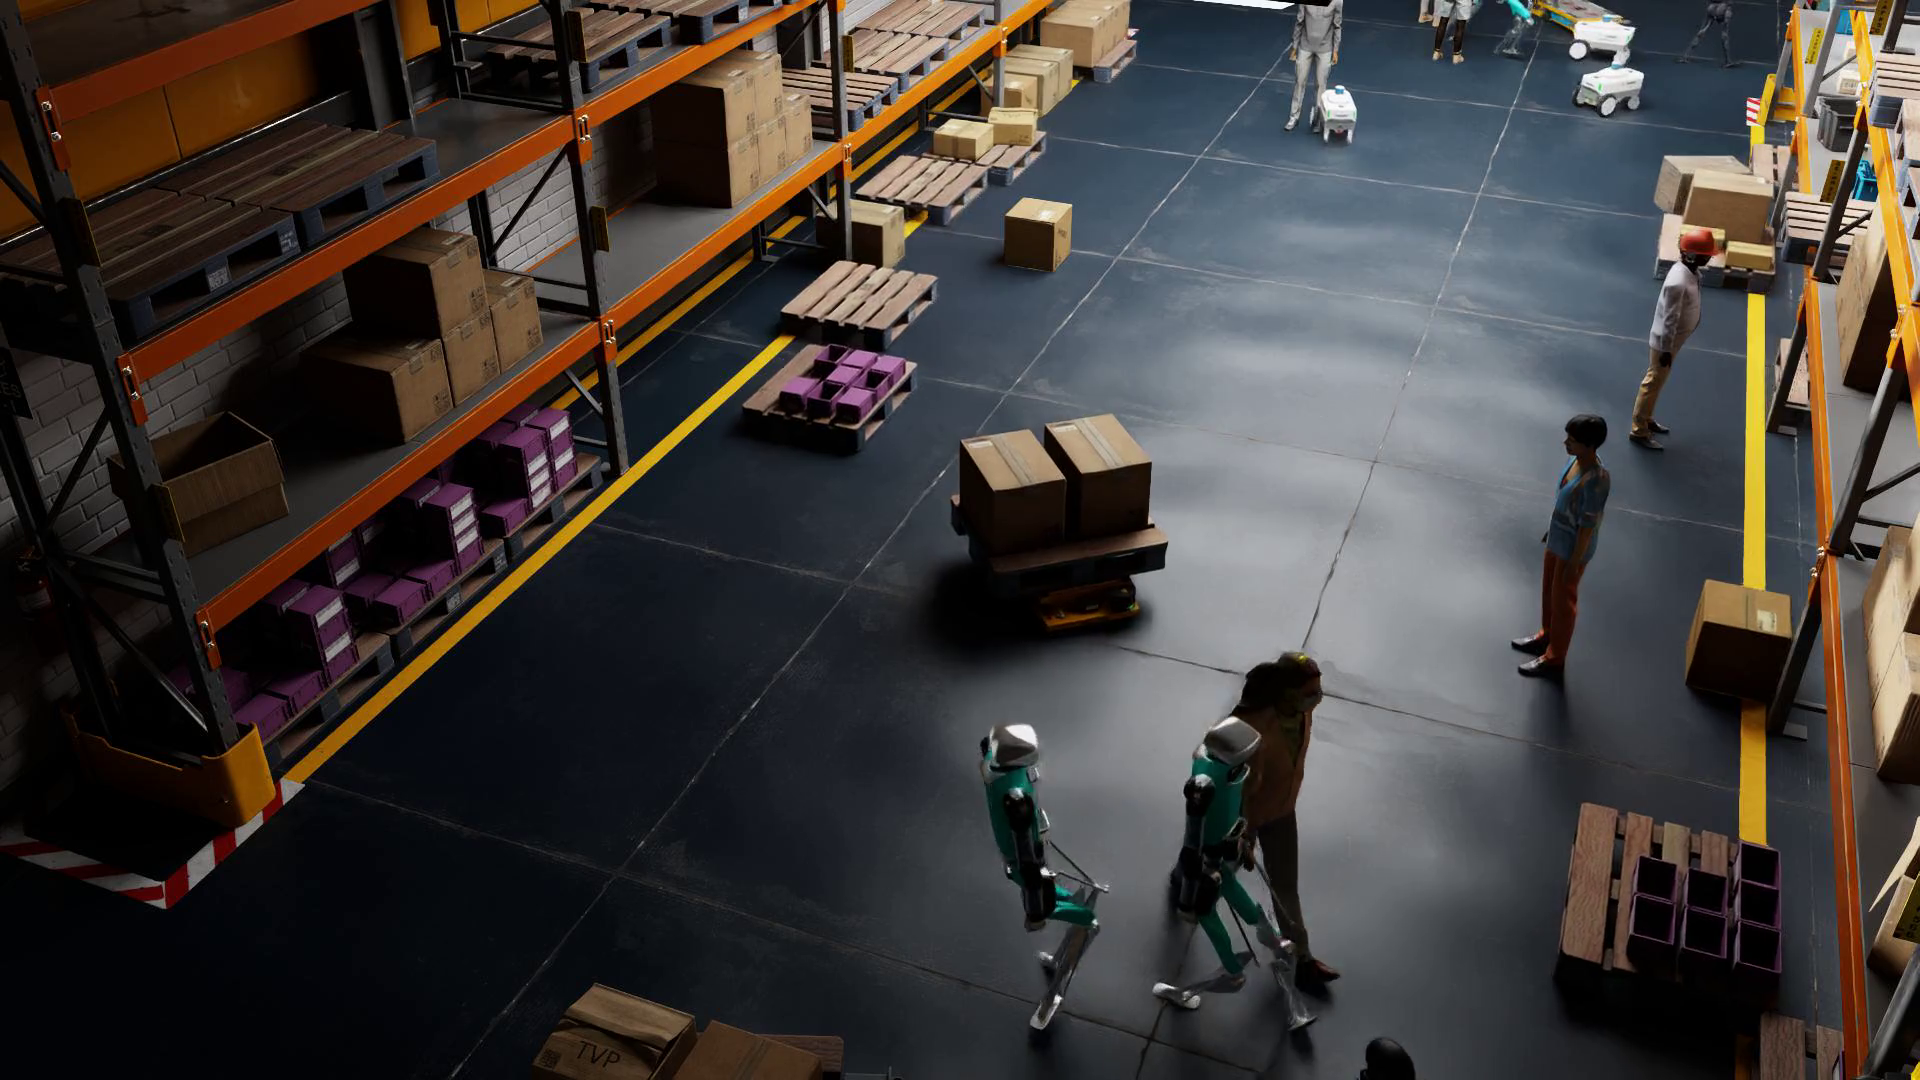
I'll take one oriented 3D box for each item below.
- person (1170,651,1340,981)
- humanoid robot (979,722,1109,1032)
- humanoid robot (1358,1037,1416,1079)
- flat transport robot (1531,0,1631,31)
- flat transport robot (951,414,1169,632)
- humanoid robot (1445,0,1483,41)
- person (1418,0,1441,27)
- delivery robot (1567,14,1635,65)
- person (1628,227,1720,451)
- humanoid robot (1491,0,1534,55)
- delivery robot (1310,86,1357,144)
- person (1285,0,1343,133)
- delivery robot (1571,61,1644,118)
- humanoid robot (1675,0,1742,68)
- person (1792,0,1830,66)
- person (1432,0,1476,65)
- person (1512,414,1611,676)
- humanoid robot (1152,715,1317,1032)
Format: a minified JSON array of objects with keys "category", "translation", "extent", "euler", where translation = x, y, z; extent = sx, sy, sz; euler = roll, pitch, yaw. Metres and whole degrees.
[{"category":"person","translation":[1.463,1.302,8.166],"extent":[0.587,1.819,1.057],"euler":[-21,38,-29]},{"category":"humanoid robot","translation":[0.471,1.562,7.812],"extent":[0.779,1.773,0.533],"euler":[-7,34,-11]},{"category":"humanoid robot","translation":[1.568,2.533,6.371],"extent":[0.590,1.649,0.420],"euler":[-15,36,-22]},{"category":"flat transport robot","translation":[8.416,-7.082,22.551],"extent":[0.659,0.231,1.431],"euler":[-9,34,-13]},{"category":"flat transport robot","translation":[0.656,0.122,11.403],"extent":[0.659,0.231,1.431],"euler":[-10,34,-15]},{"category":"humanoid robot","translation":[6.553,-7.337,21.615],"extent":[0.780,1.791,0.582],"euler":[-11,34,-16]},{"category":"person","translation":[6.467,-7.825,22.310],"extent":[0.326,1.777,0.463],"euler":[-18,37,-26]},{"category":"delivery robot","translation":[8.190,-6.406,21.227],"extent":[0.764,0.578,0.499],"euler":[16,36,23]},{"category":"person","translation":[5.408,-1.541,12.607],"extent":[0.326,1.752,0.560],"euler":[17,37,24]},{"category":"humanoid robot","translation":[7.072,-6.938,20.989],"extent":[0.883,1.778,0.544],"euler":[28,42,36]},{"category":"delivery robot","translation":[4.261,-4.841,18.811],"extent":[0.499,0.585,0.765],"euler":[2,33,3]},{"category":"person","translation":[3.991,-5.530,18.648],"extent":[0.534,1.899,0.390],"euler":[11,34,16]},{"category":"delivery robot","translation":[7.646,-5.319,19.557],"extent":[0.791,0.592,0.499],"euler":[-14,35,-21]},{"category":"humanoid robot","translation":[9.520,-6.734,20.761],"extent":[0.777,1.628,0.594],"euler":[2,33,3]},{"category":"person","translation":[10.812,-6.782,20.621],"extent":[0.531,1.867,0.395],"euler":[-18,37,-26]},{"category":"person","translation":[6.246,-6.840,20.864],"extent":[0.532,1.693,0.320],"euler":[23,39,31]},{"category":"person","translation":[3.711,0.026,10.181],"extent":[0.329,1.758,0.503],"euler":[1,33,2]},{"category":"humanoid robot","translation":[1.393,1.663,7.727],"extent":[0.894,1.832,0.540],"euler":[18,37,26]}]
